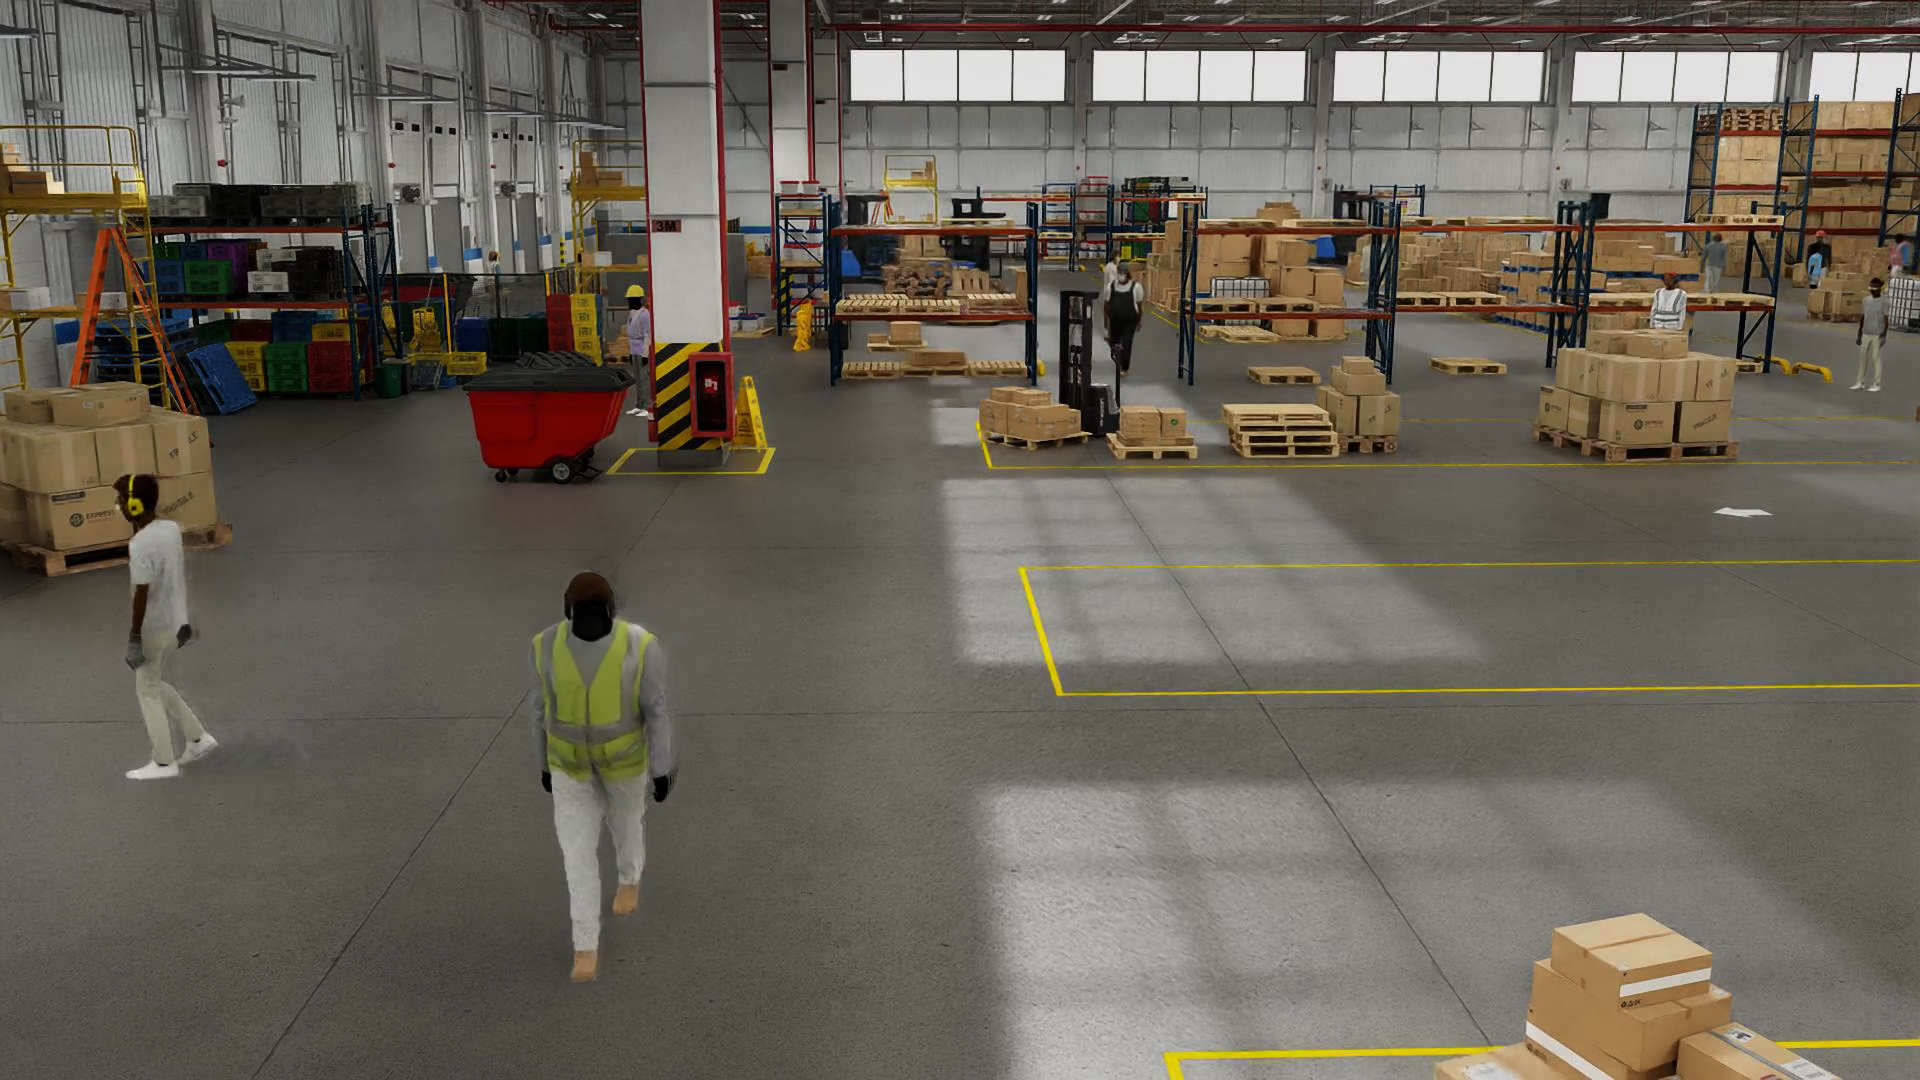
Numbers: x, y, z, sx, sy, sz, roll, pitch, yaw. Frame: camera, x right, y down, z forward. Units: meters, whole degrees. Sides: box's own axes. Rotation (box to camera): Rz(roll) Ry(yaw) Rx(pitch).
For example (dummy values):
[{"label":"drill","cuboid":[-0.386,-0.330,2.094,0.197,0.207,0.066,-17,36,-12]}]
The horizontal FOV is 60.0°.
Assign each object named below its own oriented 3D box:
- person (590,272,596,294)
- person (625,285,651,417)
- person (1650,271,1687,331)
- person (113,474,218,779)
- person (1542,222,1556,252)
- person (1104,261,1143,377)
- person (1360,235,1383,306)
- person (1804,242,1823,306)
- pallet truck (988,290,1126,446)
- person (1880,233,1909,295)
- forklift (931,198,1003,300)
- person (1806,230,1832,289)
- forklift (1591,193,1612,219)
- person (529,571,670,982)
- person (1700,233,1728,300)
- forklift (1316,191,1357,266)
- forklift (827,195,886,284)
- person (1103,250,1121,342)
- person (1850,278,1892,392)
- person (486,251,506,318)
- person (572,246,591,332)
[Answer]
[{"label":"person","cuboid":[-8.627,-5.756,38.433,0.402,1.685,0.549,8,15,34]},{"label":"person","cuboid":[-4.711,-2.773,24.409,0.369,1.928,0.586,-8,15,-32]},{"label":"person","cuboid":[12.109,-3.660,28.518,0.574,1.883,0.356,12,17,44]},{"label":"person","cuboid":[-4.737,0.514,9.765,0.381,1.847,0.583,0,12,-1]},{"label":"person","cuboid":[21.336,-10.683,60.160,0.550,1.904,0.709,4,13,19]},{"label":"person","cuboid":[2.872,-3.913,29.298,0.689,2.000,0.703,4,13,16]},{"label":"person","cuboid":[11.001,-7.186,44.338,0.641,1.924,0.607,-5,13,-21]},{"label":"person","cuboid":[22.867,-7.113,44.528,0.540,1.695,0.317,-12,17,-42]},{"label":"pallet truck","cuboid":[1.257,-2.299,22.111,1.885,1.965,0.823,-9,15,-35]},{"label":"person","cuboid":[27.287,-8.023,48.423,0.984,1.794,0.642,1,13,4]},{"label":"forklift","cuboid":[0.184,-8.091,46.251,1.873,2.768,1.129,-11,17,-41]},{"label":"person","cuboid":[23.680,-7.560,45.904,0.632,1.981,0.639,9,15,34]},{"label":"forklift","cuboid":[22.133,-10.617,57.655,1.873,2.768,1.129,0,12,-2]},{"label":"person","cuboid":[-1.650,1.001,7.675,0.634,1.802,0.963,-1,13,-4]},{"label":"person","cuboid":[20.999,-7.599,46.317,0.670,1.883,0.780,6,14,27]},{"label":"forklift","cuboid":[14.664,-11.922,63.548,1.129,2.768,1.873,-8,15,-32]},{"label":"forklift","cuboid":[-3.353,-9.520,52.704,1.873,2.768,1.129,-3,13,-12]},{"label":"person","cuboid":[3.220,-5.159,35.166,0.379,1.937,0.629,-1,13,-3]},{"label":"person","cuboid":[14.930,-3.358,27.220,0.320,1.857,0.522,-7,14,-28]},{"label":"person","cuboid":[-11.445,-6.267,40.867,0.524,1.632,0.321,11,17,41]},{"label":"person","cuboid":[-8.442,-5.590,37.129,0.377,1.925,0.594,-5,13,-21]}]
